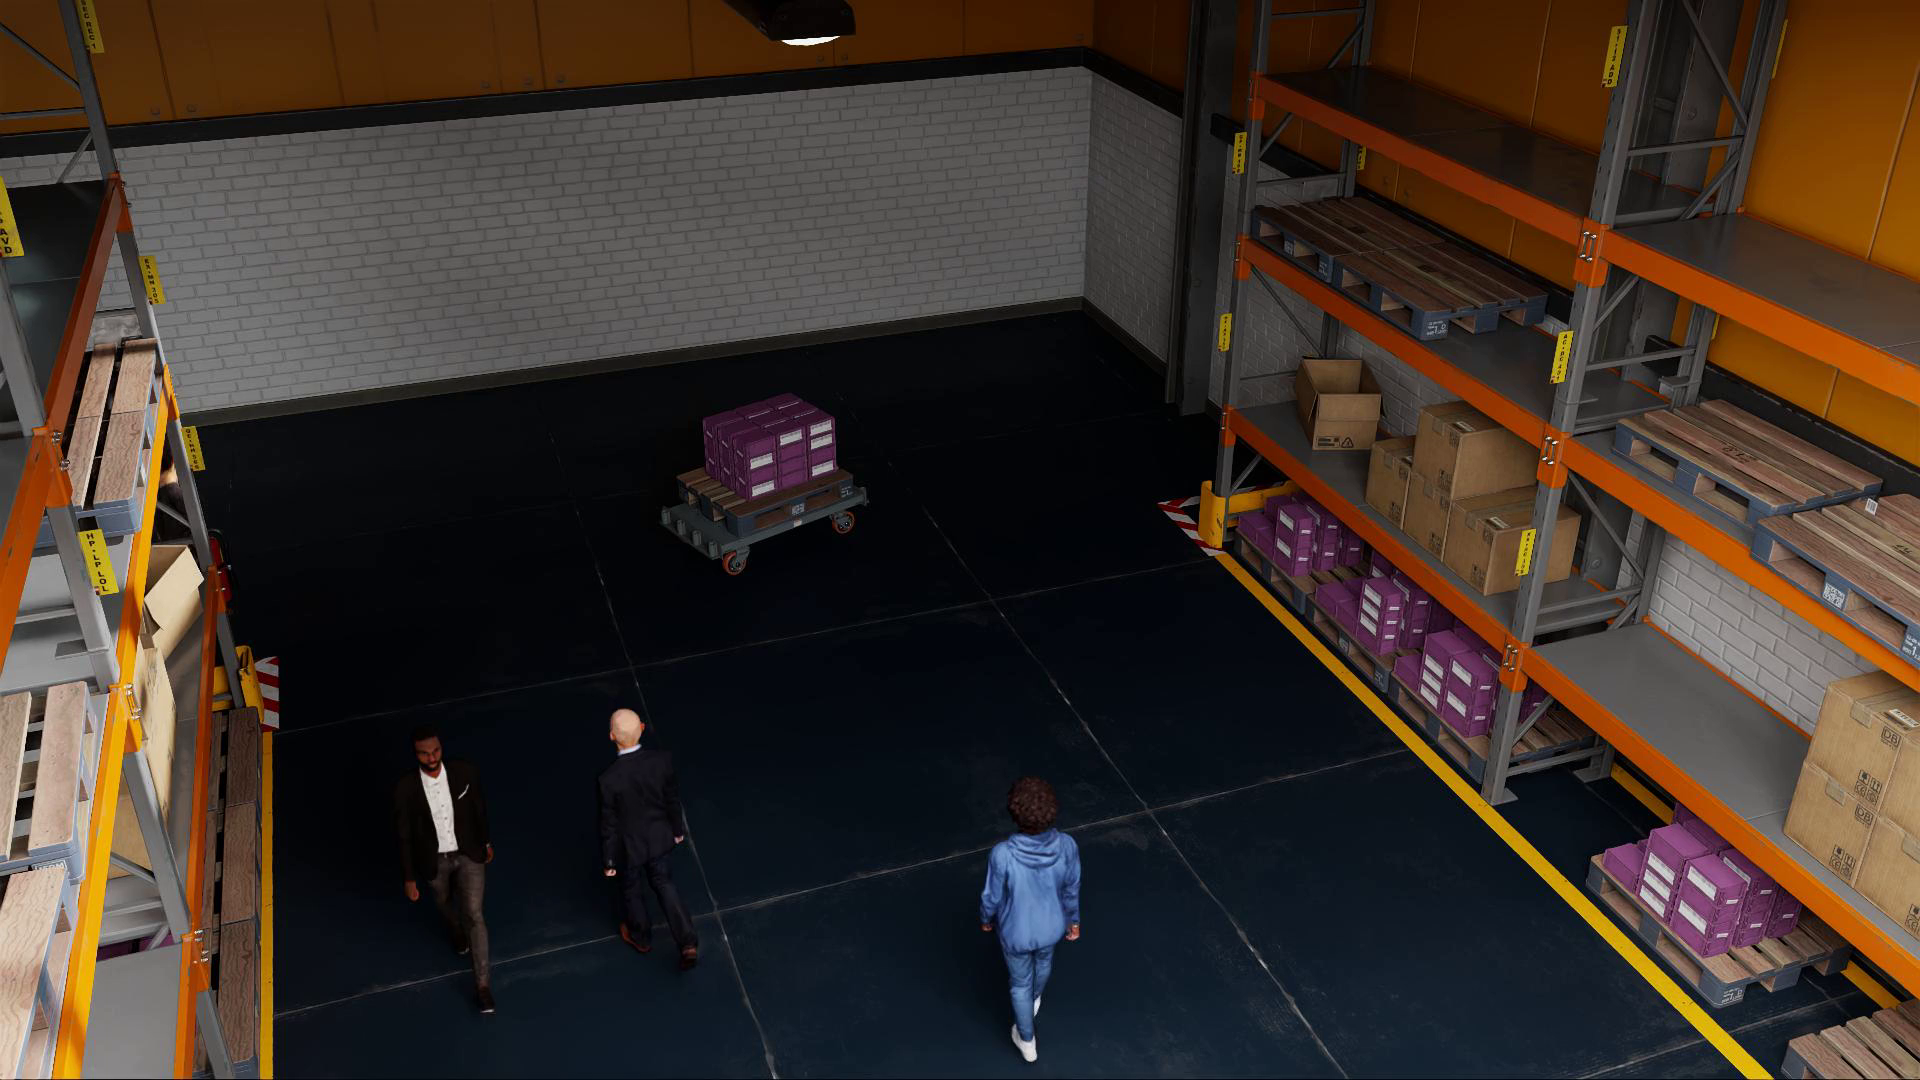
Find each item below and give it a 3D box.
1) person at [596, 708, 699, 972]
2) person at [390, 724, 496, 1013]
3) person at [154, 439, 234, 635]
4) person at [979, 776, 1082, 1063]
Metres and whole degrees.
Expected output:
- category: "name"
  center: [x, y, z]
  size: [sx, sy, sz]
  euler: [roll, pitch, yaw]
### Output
- category: "person"
  center: [-1.812, 1.786, 9.616]
  size: [0.880, 1.782, 1.103]
  euler: [-21, 35, -33]
- category: "person"
  center: [-2.983, 1.802, 9.624]
  size: [0.737, 1.746, 1.196]
  euler: [-12, 31, -21]
- category: "person"
  center: [-6.081, 0.062, 12.866]
  size: [0.814, 1.697, 0.856]
  euler: [23, 36, 36]
- category: "person"
  center: [0.402, 2.113, 9.013]
  size: [0.742, 1.786, 0.866]
  euler: [-6, 29, -12]
